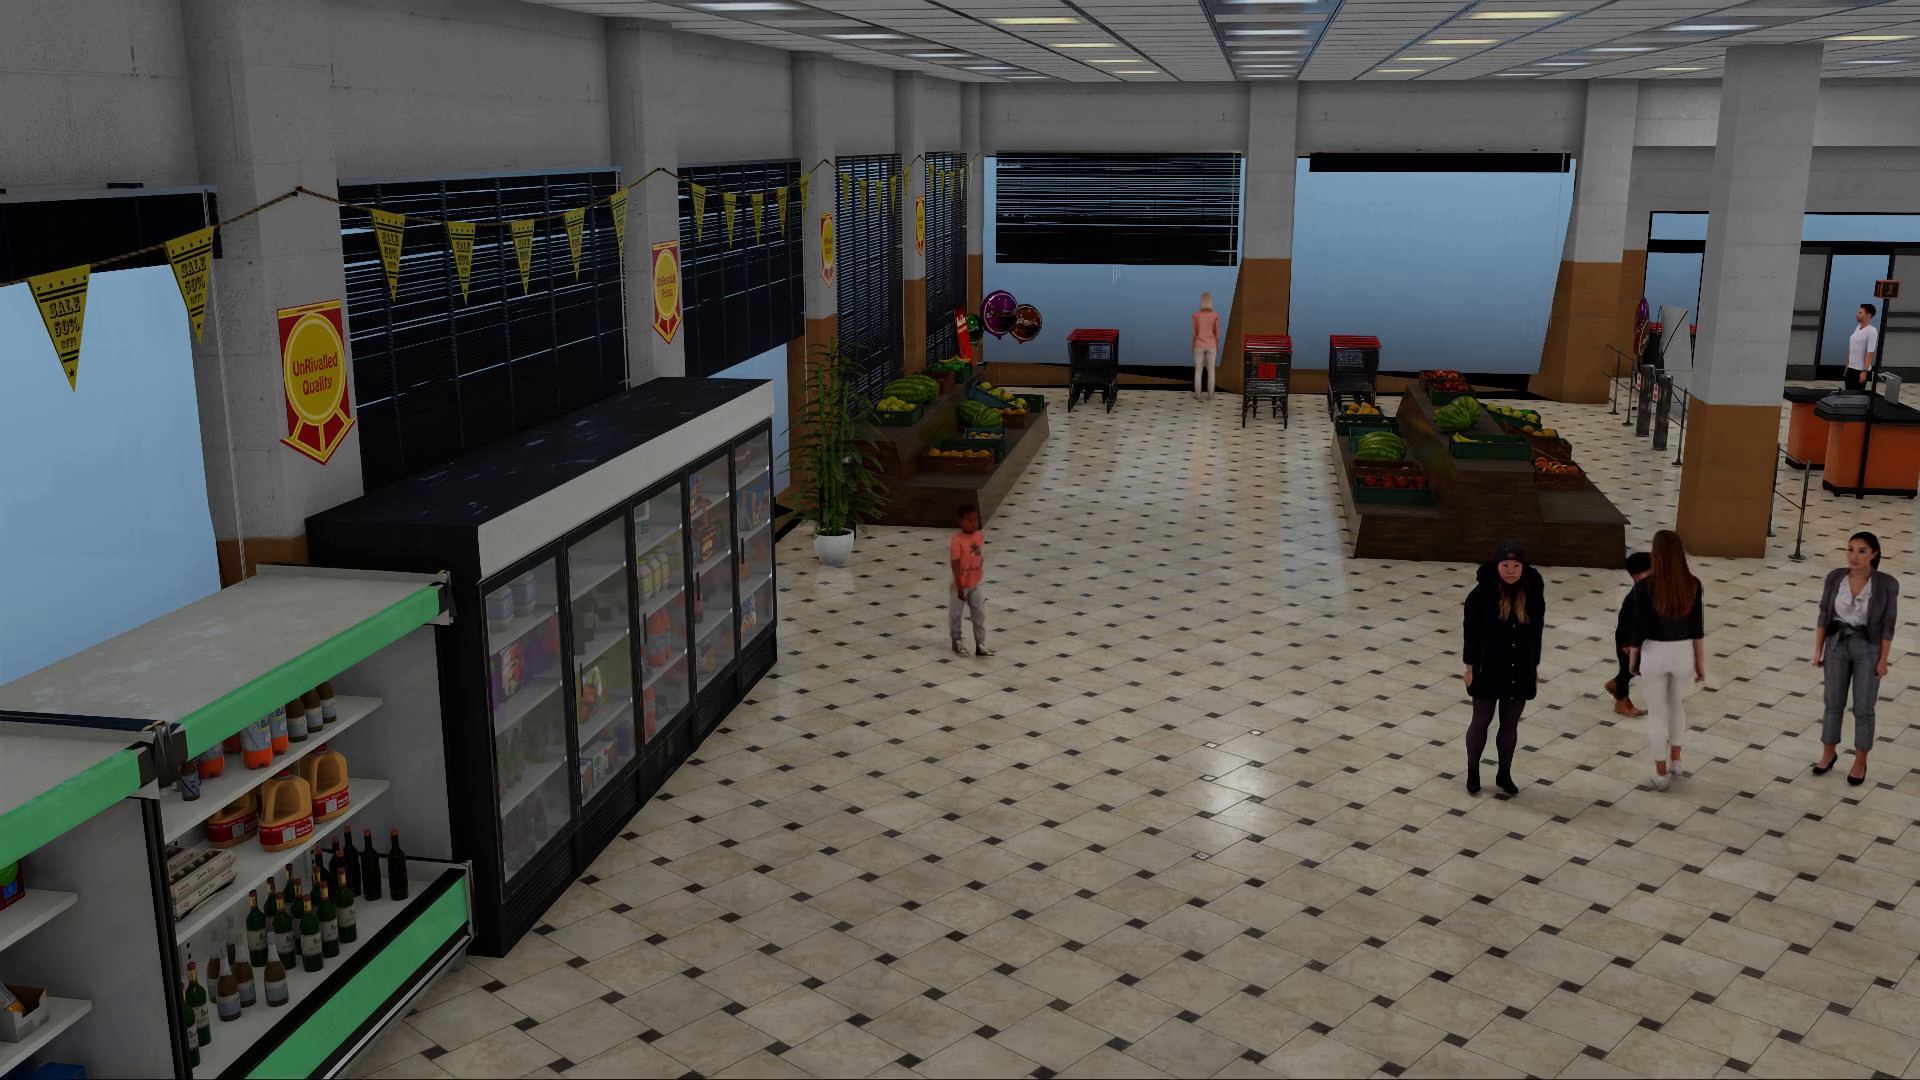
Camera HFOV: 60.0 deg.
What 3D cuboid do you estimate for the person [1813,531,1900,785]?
[{"bbox_3d":[5.855,0.754,10.888,0.755,1.675,0.720,-13,19,-43],"label":"person"}]

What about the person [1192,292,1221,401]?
[{"bbox_3d":[3.944,-3.123,26.766,0.611,1.724,0.528,2,14,6],"label":"person"}]

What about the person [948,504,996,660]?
[{"bbox_3d":[0.018,0.322,13.497,0.729,1.285,0.840,-7,15,-27],"label":"person"}]

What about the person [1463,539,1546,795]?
[{"bbox_3d":[3.470,0.809,10.659,0.703,1.675,0.686,0,14,2],"label":"person"}]

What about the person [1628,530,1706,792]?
[{"bbox_3d":[4.550,0.801,10.674,0.636,1.684,0.602,3,14,11],"label":"person"}]

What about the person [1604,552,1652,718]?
[{"bbox_3d":[4.884,0.674,12.190,0.656,1.216,0.717,-9,16,-33],"label":"person"}]

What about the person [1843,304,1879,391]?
[{"bbox_3d":[12.807,-2.442,23.692,0.768,1.851,0.563,0,14,0],"label":"person"}]
